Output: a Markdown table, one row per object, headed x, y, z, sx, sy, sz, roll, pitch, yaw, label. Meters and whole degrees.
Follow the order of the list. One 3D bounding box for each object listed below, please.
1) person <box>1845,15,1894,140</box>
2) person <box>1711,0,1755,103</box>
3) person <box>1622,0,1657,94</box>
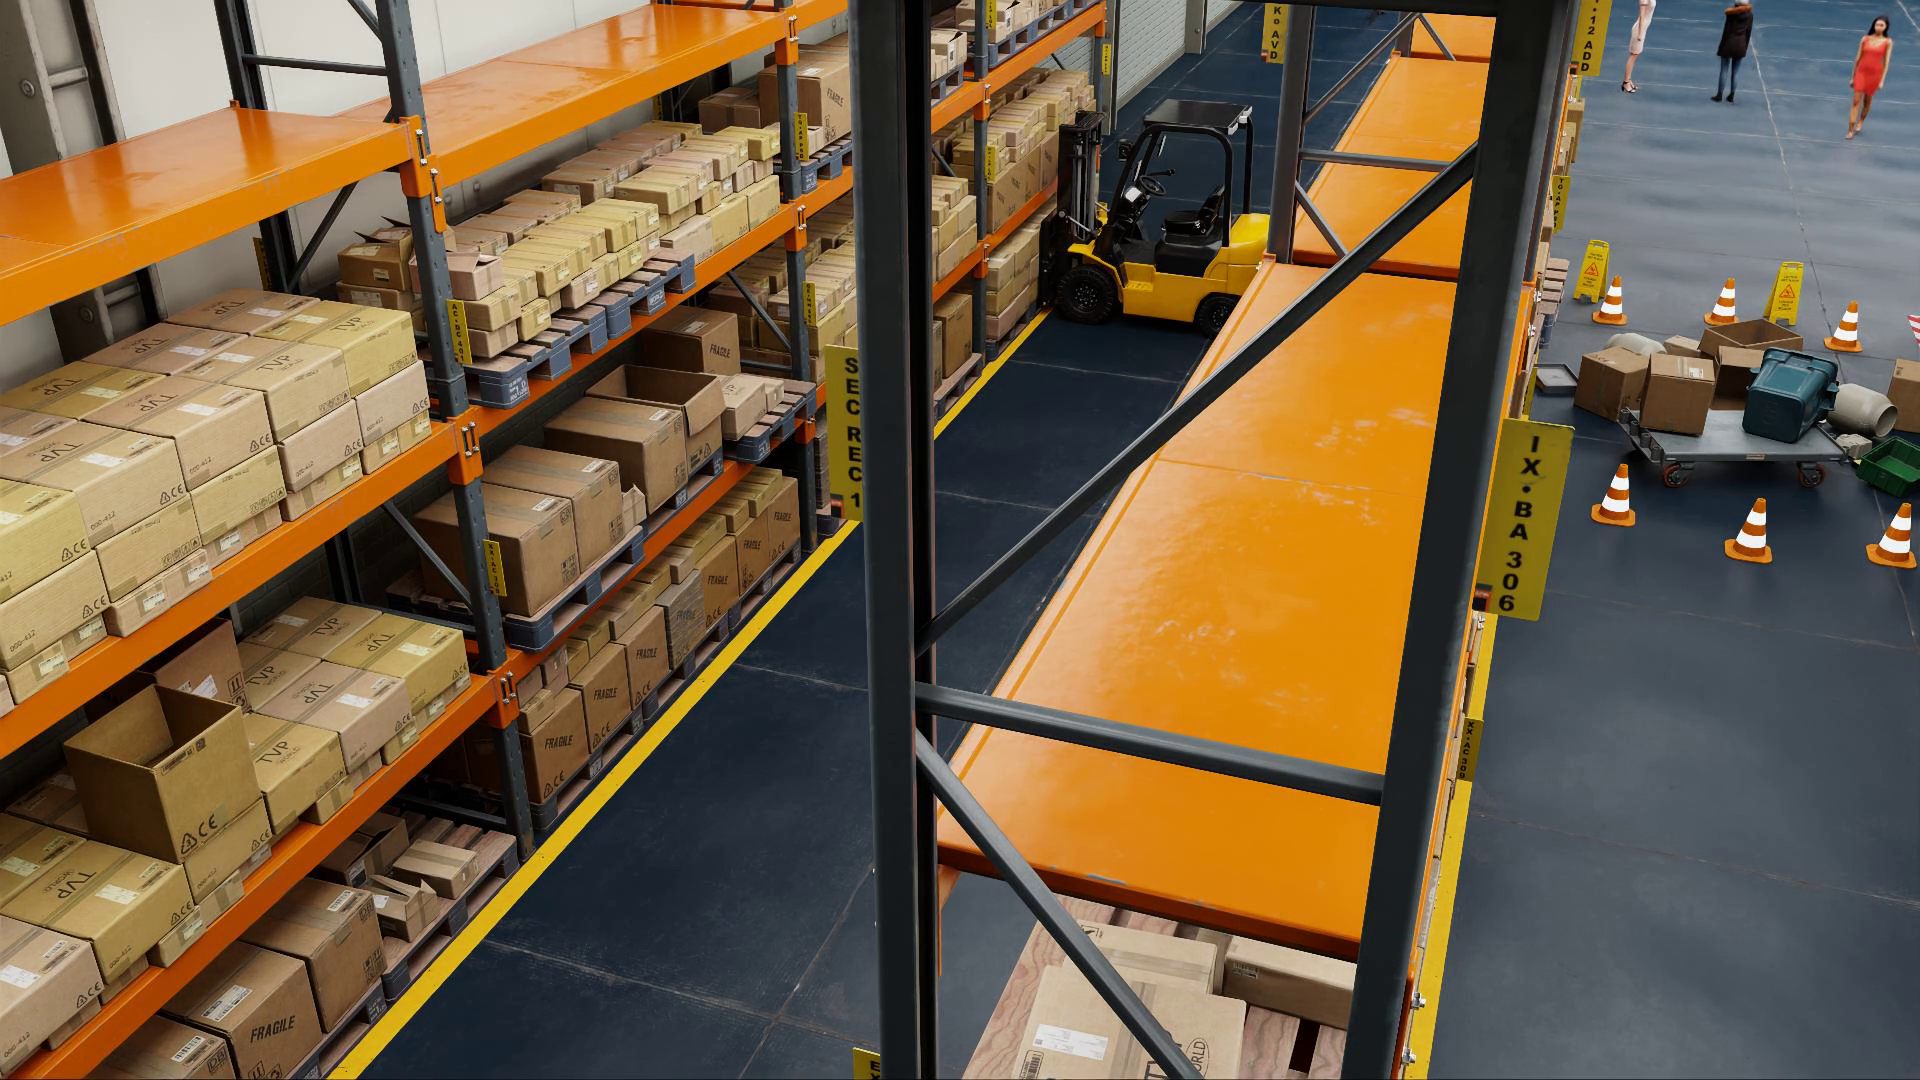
| x | y | z | sx | sy | sz | roll | pitch | yaw | label |
| --- | --- | --- | --- | --- | --- | --- | --- | --- | --- |
| 13.012 | -6.617 | 23.806 | 0.758 | 1.679 | 1.163 | 17 | 32 | 28 | person |
| 11.979 | -7.629 | 25.754 | 0.715 | 1.635 | 0.718 | -1 | 28 | -1 | person |
| 10.748 | -8.044 | 26.326 | 0.662 | 1.830 | 0.481 | 14 | 31 | 25 | person |
